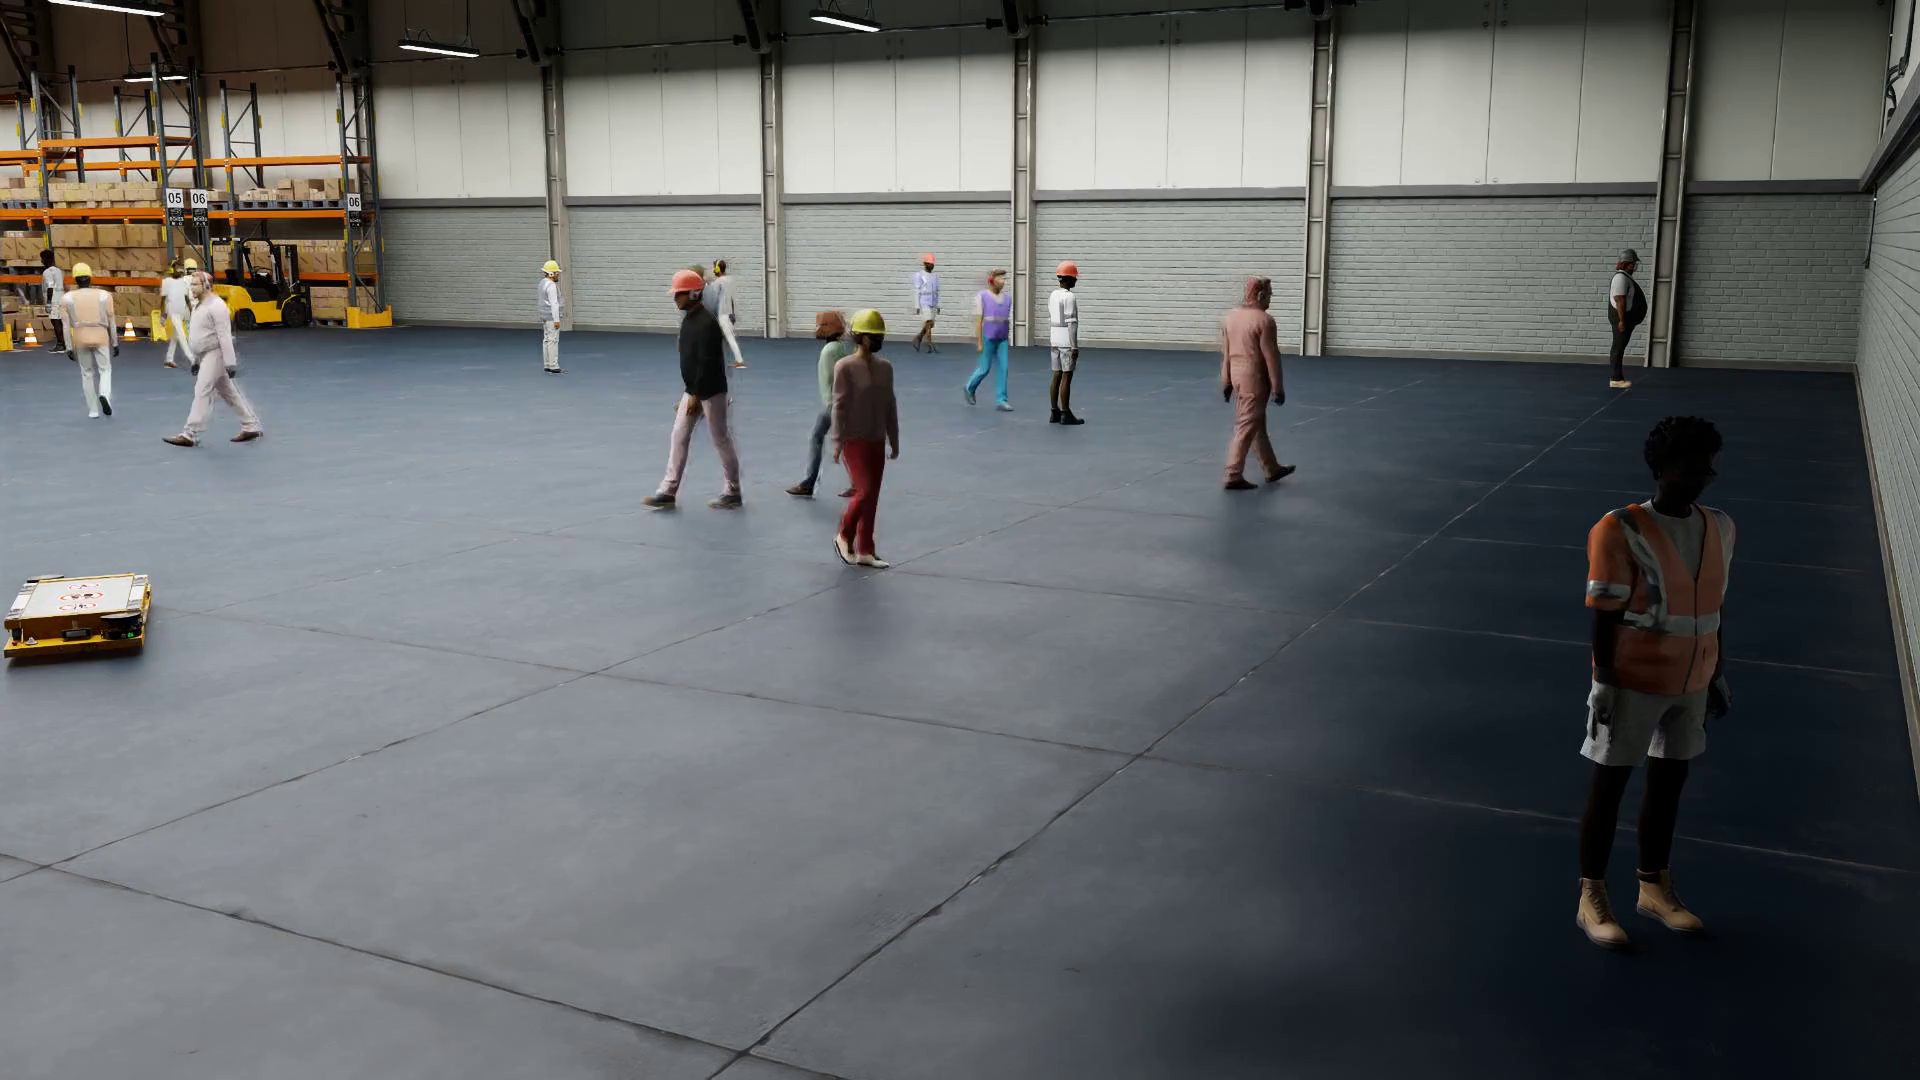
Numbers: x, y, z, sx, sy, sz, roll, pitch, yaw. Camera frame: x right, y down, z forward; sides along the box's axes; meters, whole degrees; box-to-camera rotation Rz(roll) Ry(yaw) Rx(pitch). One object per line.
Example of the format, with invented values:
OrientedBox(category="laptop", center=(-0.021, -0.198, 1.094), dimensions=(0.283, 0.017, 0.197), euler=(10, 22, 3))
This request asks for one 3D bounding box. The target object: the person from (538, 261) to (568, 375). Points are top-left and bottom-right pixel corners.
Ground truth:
OrientedBox(category="person", center=(-6.591, -3.593, 26.902), dimensions=(0.404, 1.830, 0.599), euler=(-6, 12, -31))

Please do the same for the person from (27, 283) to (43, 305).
OrientedBox(category="person", center=(-24.762, -6.877, 44.585), dimensions=(0.392, 1.921, 0.585), euler=(5, 12, 25))

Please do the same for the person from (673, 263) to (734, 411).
OrientedBox(category="person", center=(-3.244, -2.533, 20.948), dimensions=(0.976, 1.903, 0.643), euler=(6, 12, 30))

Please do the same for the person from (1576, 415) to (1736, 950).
OrientedBox(category="person", center=(2.208, 0.445, 5.269), dimensions=(0.533, 1.692, 0.319), euler=(-3, 11, -18))

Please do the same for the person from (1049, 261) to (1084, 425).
OrientedBox(category="person", center=(1.262, -2.341, 19.794), dimensions=(0.359, 1.938, 0.545), euler=(-5, 11, -24))

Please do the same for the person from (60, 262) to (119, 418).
OrientedBox(category="person", center=(-10.605, -2.421, 20.292), dimensions=(0.611, 1.910, 0.612), euler=(-5, 12, -27))

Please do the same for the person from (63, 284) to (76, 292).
OrientedBox(category="person", center=(-21.806, -6.095, 40.390), dimensions=(0.728, 1.879, 0.677), euler=(5, 12, 26))

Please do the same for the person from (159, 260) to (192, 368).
OrientedBox(category="person", center=(-13.104, -3.781, 27.983), dimensions=(0.973, 1.810, 0.543), euler=(3, 11, 18))

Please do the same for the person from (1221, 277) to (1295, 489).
OrientedBox(category="person", center=(2.707, -1.390, 14.811), dimensions=(0.888, 1.866, 0.675), euler=(-4, 11, -22))

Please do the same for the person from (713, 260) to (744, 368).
OrientedBox(category="person", center=(-4.096, -3.820, 28.188), dimensions=(0.979, 1.821, 0.516), euler=(2, 11, 12))

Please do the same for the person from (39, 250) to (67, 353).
OrientedBox(category="person", center=(-17.334, -4.554, 31.797), dimensions=(0.377, 1.957, 0.612), euler=(-1, 10, -6))

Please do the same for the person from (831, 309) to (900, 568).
OrientedBox(category="person", center=(-0.616, -0.668, 11.149), dimensions=(0.368, 1.751, 0.552), euler=(9, 14, 41))

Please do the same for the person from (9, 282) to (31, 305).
OrientedBox(category="person", center=(-23.433, -6.232, 41.383), dimensions=(0.898, 1.820, 0.538), euler=(1, 10, 7))

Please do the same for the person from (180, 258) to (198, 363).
OrientedBox(category="person", center=(-13.523, -4.048, 29.391), dimensions=(0.586, 1.832, 0.403), euler=(-8, 13, -38))

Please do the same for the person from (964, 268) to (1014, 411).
OrientedBox(category="person", center=(0.389, -2.574, 21.374), dimensions=(0.570, 1.823, 0.750), euler=(-8, 13, -36))

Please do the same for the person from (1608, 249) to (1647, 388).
OrientedBox(category="person", center=(9.893, -3.287, 24.670), dimensions=(0.537, 2.000, 0.678), euler=(4, 11, 23))

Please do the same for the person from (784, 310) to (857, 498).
OrientedBox(category="person", center=(-1.162, -1.149, 14.223), dimensions=(0.778, 1.602, 0.514), euler=(3, 11, 15))

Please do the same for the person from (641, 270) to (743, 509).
OrientedBox(category="person", center=(-2.190, -1.199, 13.515), dimensions=(0.923, 1.948, 0.626), euler=(-7, 13, -35))

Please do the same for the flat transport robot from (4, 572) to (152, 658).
OrientedBox(category="flat transport robot", center=(-4.967, 0.396, 9.413), dimensions=(0.652, 0.197, 1.431), euler=(-5, 11, -23))

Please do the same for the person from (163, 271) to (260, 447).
OrientedBox(category="person", center=(-8.051, -1.940, 17.826), dimensions=(1.018, 1.857, 0.669), euler=(-9, 13, -39))

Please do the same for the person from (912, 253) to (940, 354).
OrientedBox(category="person", center=(-0.653, -4.513, 31.754), dimensions=(0.552, 1.921, 0.816), euler=(-9, 14, -41))
